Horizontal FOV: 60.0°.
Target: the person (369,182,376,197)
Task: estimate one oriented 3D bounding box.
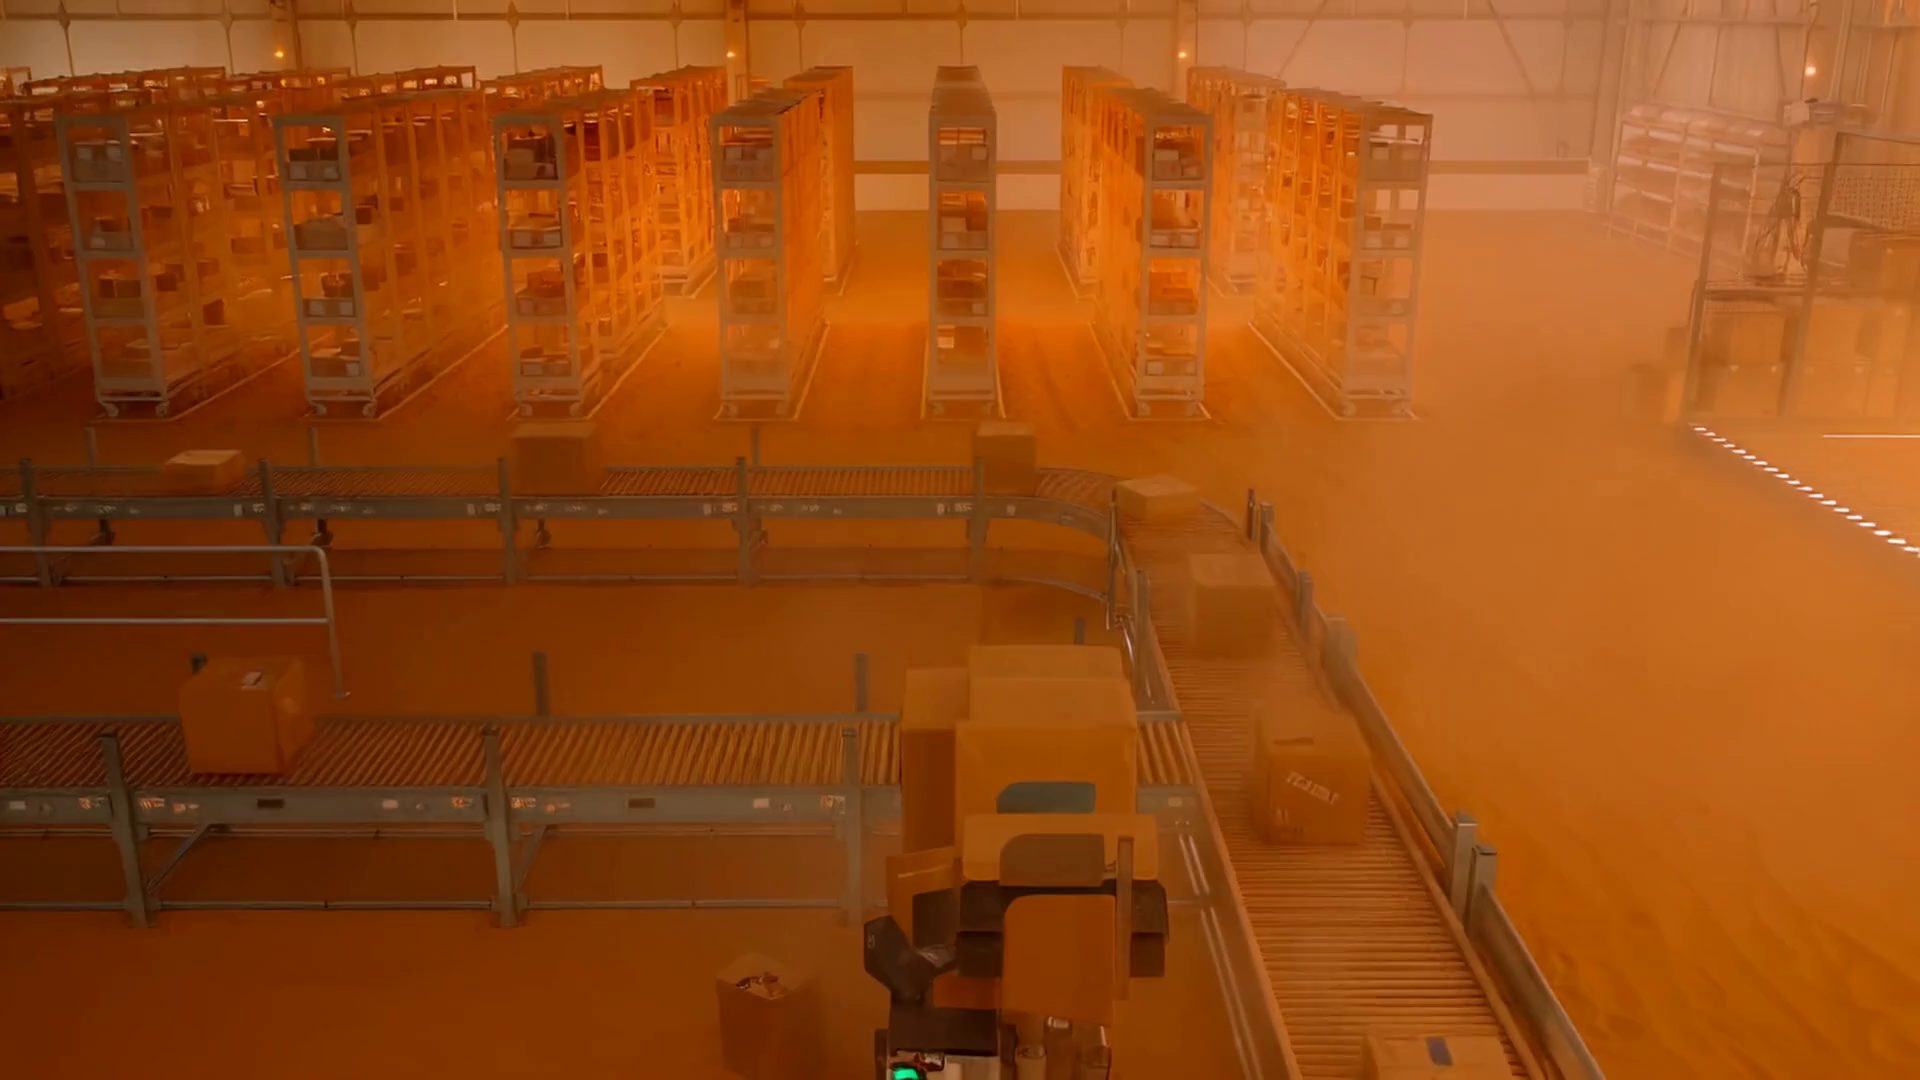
[{"bbox_3d":[-12.759,-7.579,36.008,0.388,1.838,0.564,16,24,40],"label":"person"}]

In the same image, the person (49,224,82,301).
[{"bbox_3d":[-13.830,-4.242,25.567,1.016,1.949,0.602,-8,19,-22],"label":"person"}]
